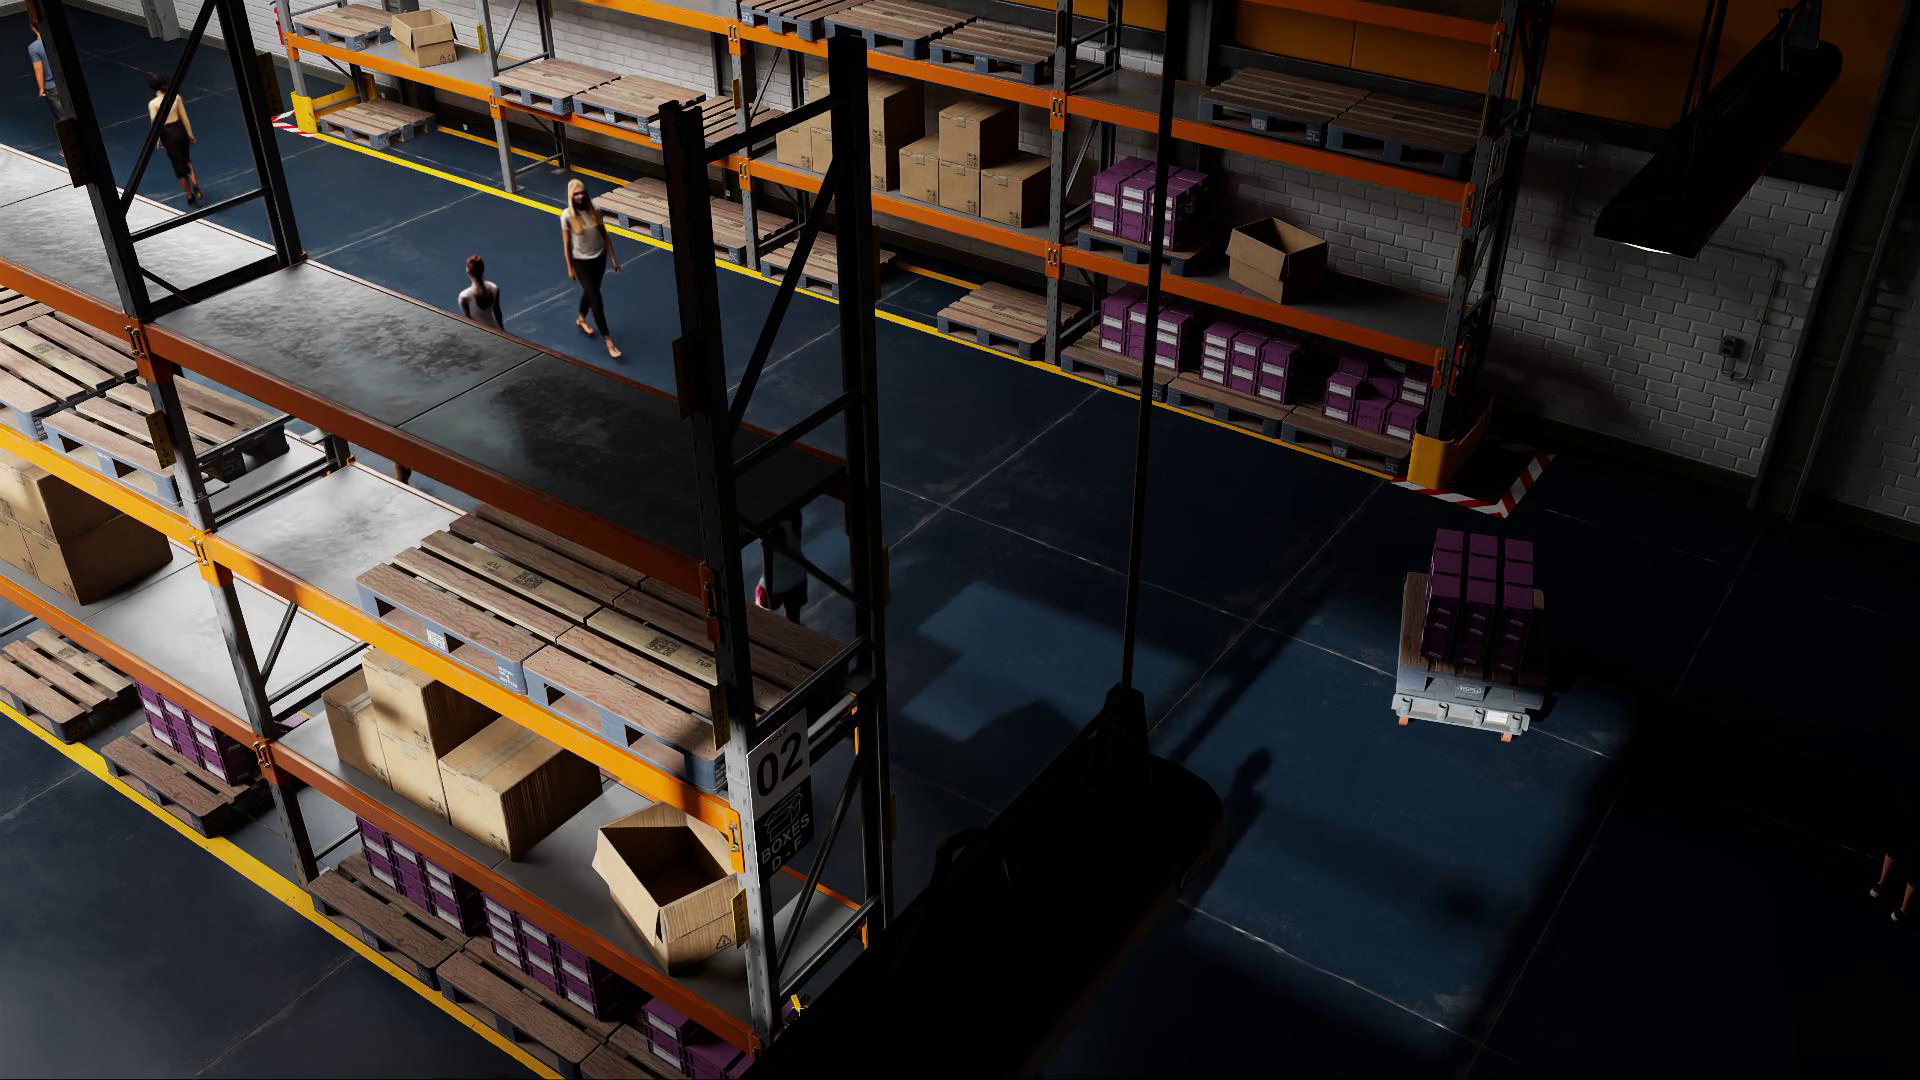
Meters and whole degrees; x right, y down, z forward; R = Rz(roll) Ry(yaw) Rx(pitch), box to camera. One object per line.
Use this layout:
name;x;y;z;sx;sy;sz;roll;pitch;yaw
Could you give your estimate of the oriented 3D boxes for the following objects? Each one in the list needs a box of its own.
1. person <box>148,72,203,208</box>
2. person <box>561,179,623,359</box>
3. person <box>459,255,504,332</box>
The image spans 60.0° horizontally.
person;-9.359;-4.768;19.916;0.624;1.647;0.622;26;42;33
person;-3.796;-2.802;16.835;0.789;1.783;1.216;-26;42;-34
person;-4.311;-1.764;15.278;0.836;1.778;0.658;29;43;36
